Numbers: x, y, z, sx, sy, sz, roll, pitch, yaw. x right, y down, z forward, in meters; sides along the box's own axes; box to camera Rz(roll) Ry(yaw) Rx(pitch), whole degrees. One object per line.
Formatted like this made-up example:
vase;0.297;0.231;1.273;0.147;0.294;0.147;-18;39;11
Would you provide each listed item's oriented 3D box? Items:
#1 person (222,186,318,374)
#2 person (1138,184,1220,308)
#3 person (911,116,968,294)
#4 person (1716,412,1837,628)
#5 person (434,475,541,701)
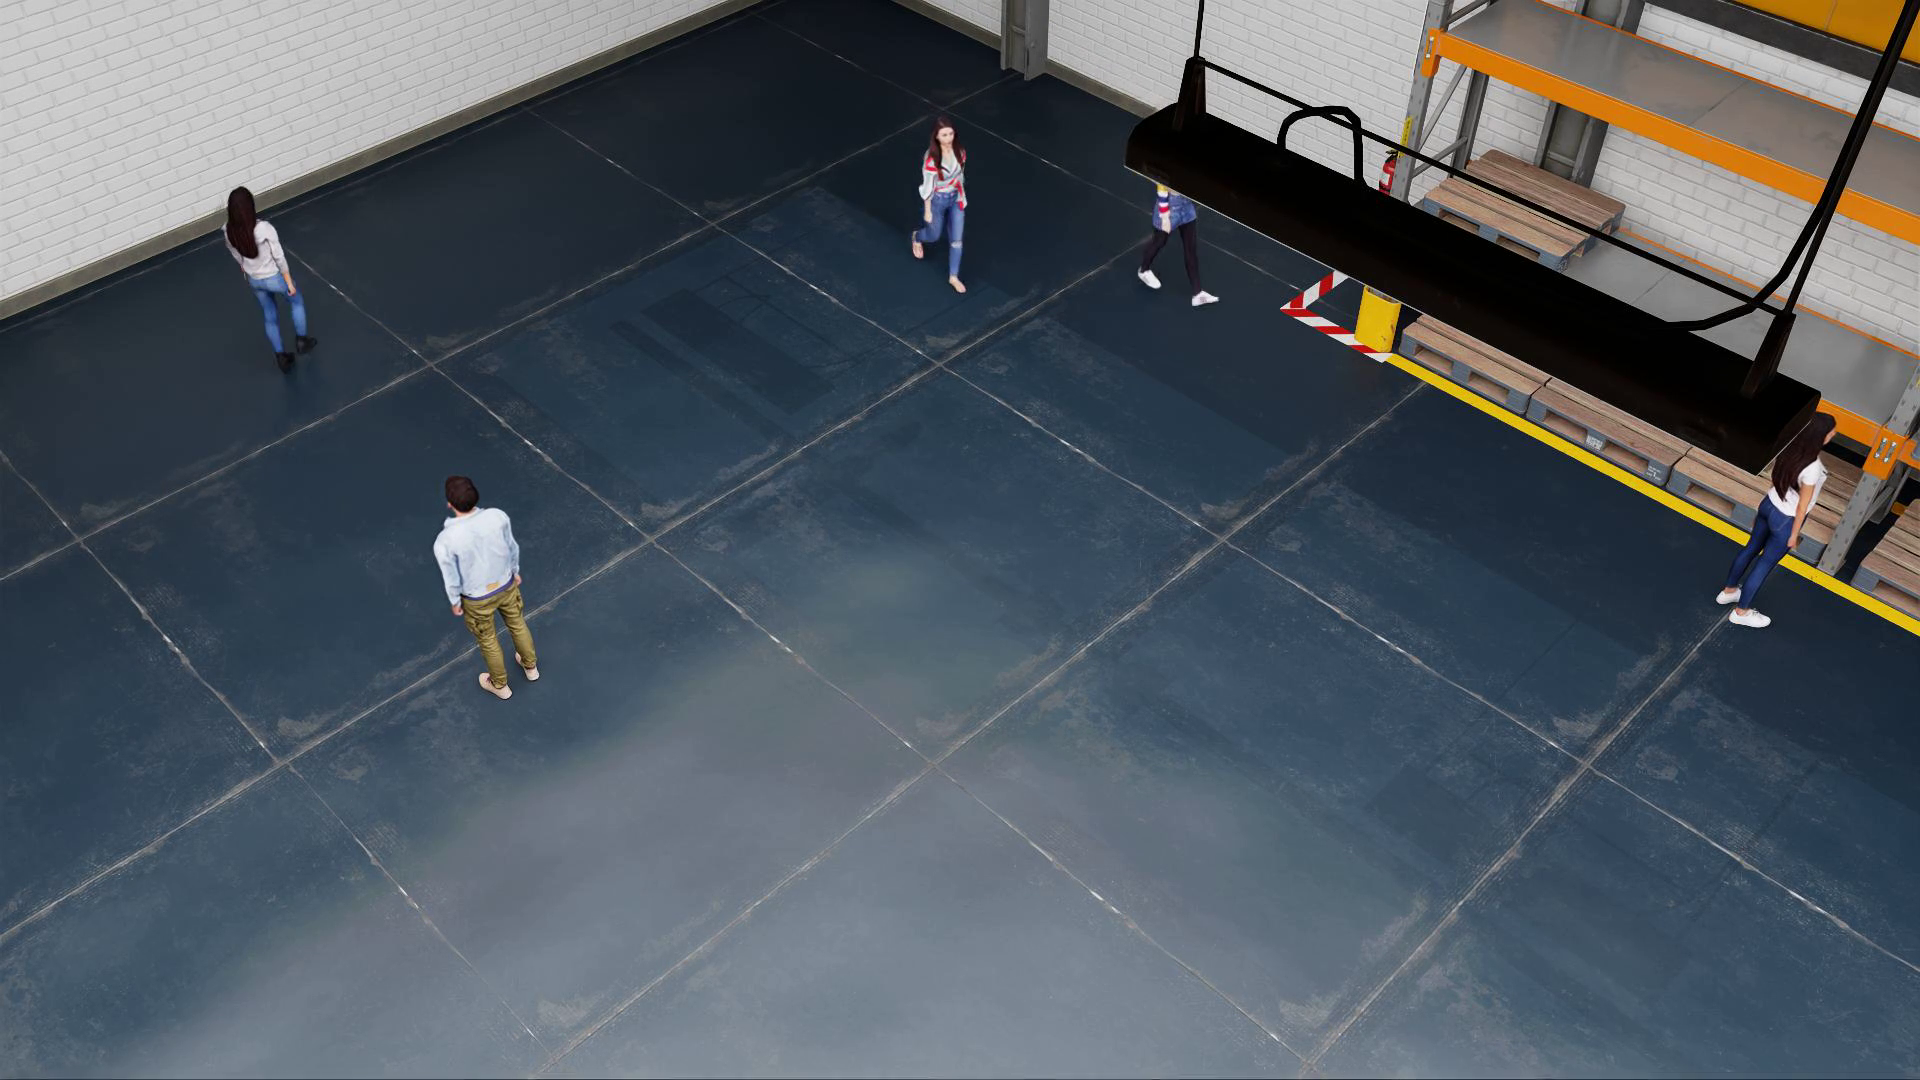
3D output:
person;-5.560;-2.027;13.283;0.768;1.616;0.834;4;44;4
person;1.742;-2.825;14.018;0.734;1.758;1.118;-30;51;-28
person;-0.181;-2.931;14.249;0.753;1.593;1.042;-22;48;-22
person;5.510;-0.150;11.198;0.720;1.775;0.658;0;44;0
person;-3.041;0.302;10.696;0.669;1.812;0.548;-33;53;-30
